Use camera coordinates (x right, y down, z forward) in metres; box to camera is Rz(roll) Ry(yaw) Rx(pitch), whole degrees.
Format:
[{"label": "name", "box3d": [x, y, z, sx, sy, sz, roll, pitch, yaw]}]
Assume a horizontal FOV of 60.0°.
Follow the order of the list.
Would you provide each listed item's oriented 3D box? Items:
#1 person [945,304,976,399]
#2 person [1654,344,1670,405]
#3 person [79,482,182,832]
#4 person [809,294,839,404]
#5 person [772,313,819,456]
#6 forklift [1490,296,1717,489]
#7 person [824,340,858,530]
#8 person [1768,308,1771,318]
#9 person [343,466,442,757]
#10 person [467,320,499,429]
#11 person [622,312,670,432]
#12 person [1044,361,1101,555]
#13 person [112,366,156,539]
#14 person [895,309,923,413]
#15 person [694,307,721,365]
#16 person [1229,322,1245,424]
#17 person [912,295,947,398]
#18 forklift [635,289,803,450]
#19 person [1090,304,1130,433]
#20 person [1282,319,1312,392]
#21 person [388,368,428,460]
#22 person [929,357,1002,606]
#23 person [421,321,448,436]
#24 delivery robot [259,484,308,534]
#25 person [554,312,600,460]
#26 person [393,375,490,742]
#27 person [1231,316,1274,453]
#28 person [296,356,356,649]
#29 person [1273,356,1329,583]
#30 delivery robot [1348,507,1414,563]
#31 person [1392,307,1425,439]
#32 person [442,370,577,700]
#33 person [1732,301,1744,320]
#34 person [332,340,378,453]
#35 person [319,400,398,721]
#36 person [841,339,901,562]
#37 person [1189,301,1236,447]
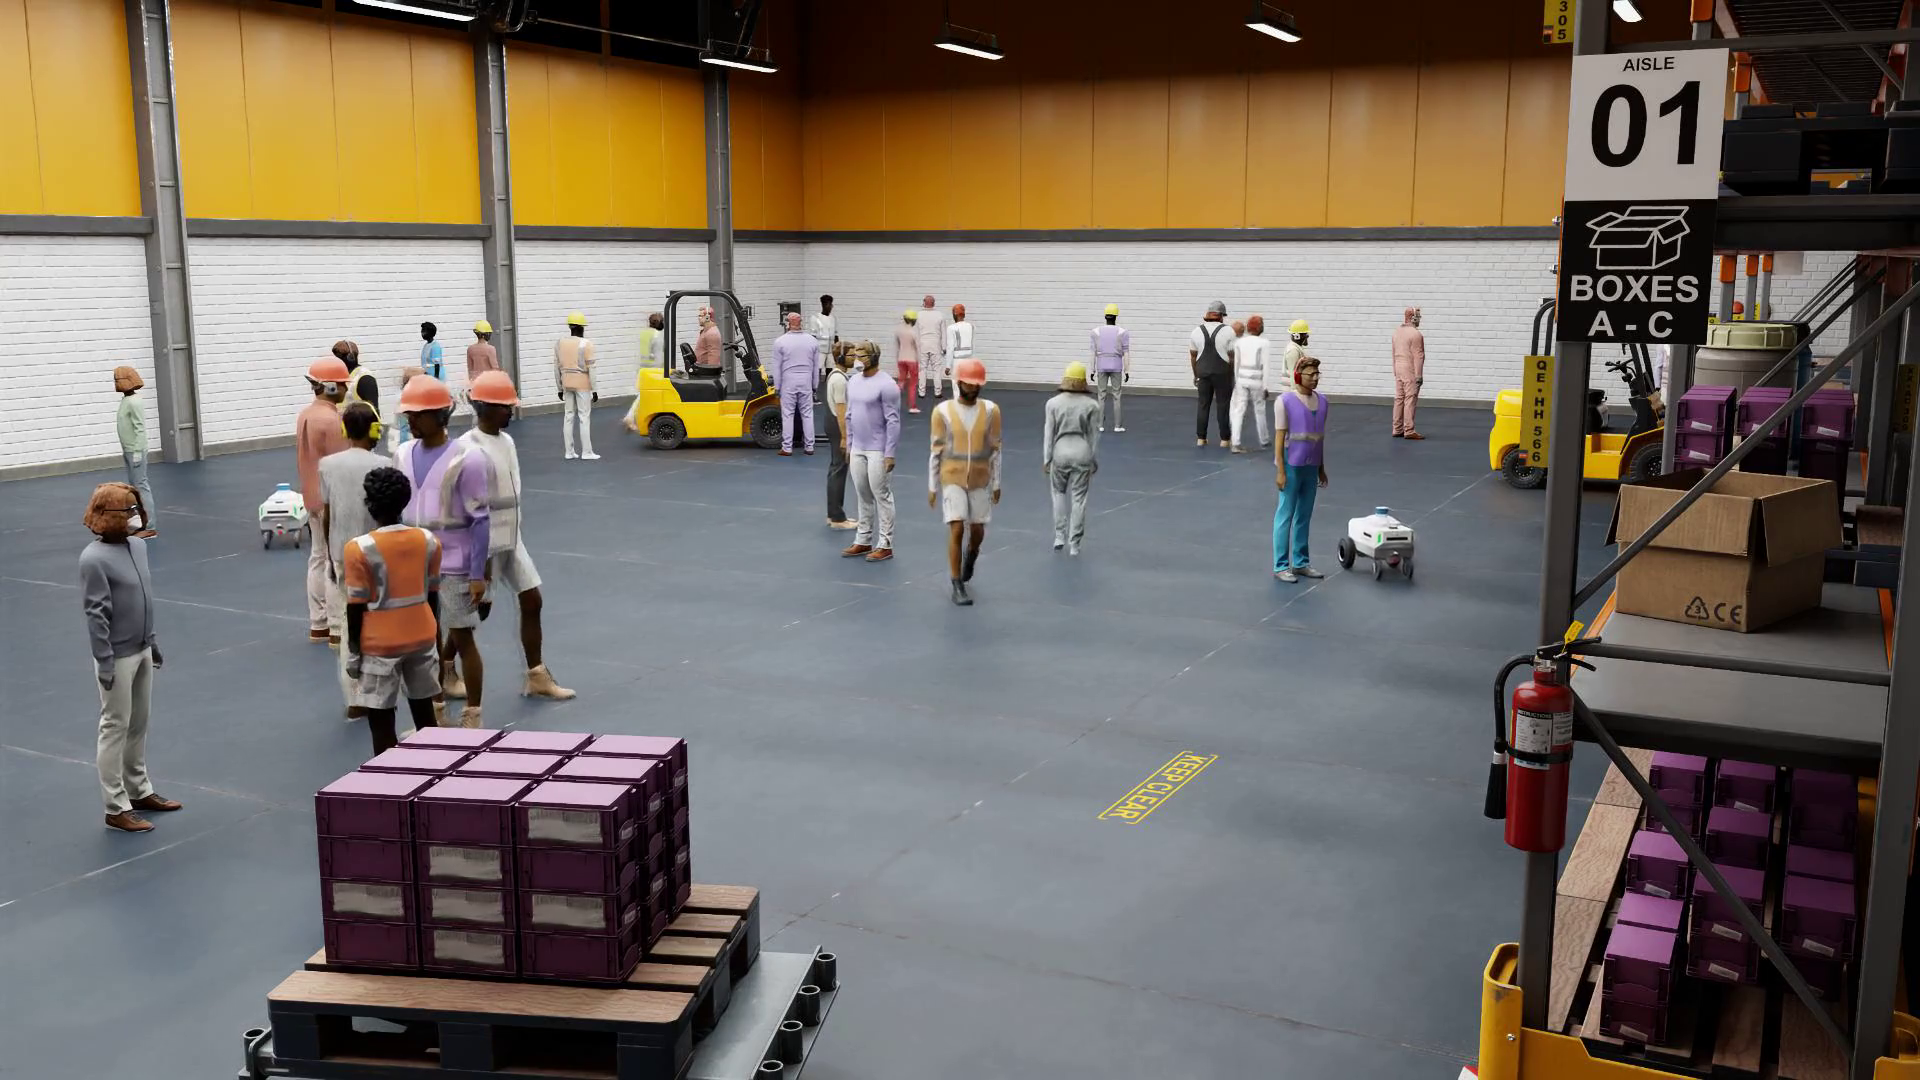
[{"label": "person", "box3d": [-0.001, -2.780, 26.275, 0.574, 1.886, 0.356, -9, 13, -43]}, {"label": "person", "box3d": [9.585, -2.048, 22.181, 0.619, 1.838, 0.430, 3, 10, 15]}, {"label": "person", "box3d": [-3.905, 0.537, 7.796, 0.278, 1.633, 0.507, 0, 10, 0]}, {"label": "person", "box3d": [-2.394, -3.385, 29.583, 0.615, 1.952, 0.411, -8, 12, -37]}, {"label": "person", "box3d": [-2.190, -2.062, 22.092, 0.645, 1.899, 0.404, -5, 11, -24]}, {"label": "forklift", "box3d": [7.296, -1.677, 18.993, 2.313, 2.155, 1.214, 5, 11, 27]}, {"label": "person", "box3d": [-1.155, -1.020, 16.200, 0.339, 1.845, 0.507, -2, 10, -9]}, {"label": "person", "box3d": [12.169, -2.621, 25.268, 0.654, 1.923, 0.400, 1, 10, 3]}, {"label": "person", "box3d": [-2.674, 0.495, 7.886, 0.319, 1.690, 0.534, 6, 12, 32]}, {"label": "person", "box3d": [-6.504, -2.117, 22.781, 0.523, 1.769, 0.313, 5, 11, 27]}, {"label": "person", "box3d": [-4.652, -2.519, 25.003, 0.888, 1.815, 0.618, -8, 13, -38]}, {"label": "person", "box3d": [1.011, -0.743, 14.953, 0.508, 1.720, 0.577, 1, 10, 5]}, {"label": "person", "box3d": [-7.788, -0.821, 15.658, 0.275, 1.632, 0.507, -8, 12, -38]}, {"label": "person", "box3d": [-0.870, -2.976, 27.763, 0.547, 1.752, 0.483, 7, 12, 34]}, {"label": "person", "box3d": [-3.684, -2.447, 24.288, 0.409, 1.909, 0.642, -2, 10, -13]}, {"label": "person", "box3d": [4.381, -2.656, 26.367, 0.540, 1.589, 0.840, 2, 10, 11]}, {"label": "person", "box3d": [-0.564, -3.575, 30.801, 0.651, 1.910, 0.409, 0, 10, 1]}, {"label": "forklift", "box3d": [-3.358, -2.392, 23.136, 2.313, 2.155, 1.214, -1, 10, -5]}, {"label": "person", "box3d": [2.244, -2.569, 24.930, 0.593, 1.925, 0.384, 2, 10, 11]}, {"label": "person", "box3d": [4.360, -1.930, 21.508, 0.403, 1.833, 0.591, 2, 10, 10]}, {"label": "person", "box3d": [-5.260, -0.841, 15.873, 0.590, 1.595, 0.515, -2, 10, -13]}, {"label": "person", "box3d": [0.026, -0.483, 12.920, 0.581, 1.909, 0.703, -2, 10, -11]}, {"label": "person", "box3d": [-7.712, -2.349, 24.353, 0.321, 1.690, 0.536, -7, 12, -34]}, {"label": "delivery robot", "box3d": [-6.224, -0.276, 15.335, 0.477, 0.478, 0.707, -2, 9, -12]}, {"label": "person", "box3d": [-4.966, -1.993, 21.600, 0.595, 1.923, 0.372, 4, 10, 20]}, {"label": "person", "box3d": [-2.826, 0.130, 8.973, 0.614, 2.041, 0.388, 4, 11, 24]}, {"label": "person", "box3d": [3.936, -2.091, 22.416, 0.602, 1.835, 0.971, 8, 12, 38]}, {"label": "person", "box3d": [-4.285, -0.259, 11.370, 0.400, 1.990, 0.623, -9, 13, -43]}, {"label": "person", "box3d": [2.789, -0.583, 13.677, 0.563, 1.843, 0.389, -7, 12, -36]}, {"label": "delivery robot", "box3d": [3.531, -0.036, 13.950, 0.477, 0.478, 0.707, -1, 9, -8]}, {"label": "person", "box3d": [6.518, -2.412, 24.081, 0.409, 1.906, 0.652, -3, 10, -17]}, {"label": "person", "box3d": [-2.806, -0.008, 9.906, 0.913, 2.008, 0.626, 2, 10, 13]}, {"label": "person", "box3d": [11.998, -2.733, 25.853, 0.364, 1.934, 0.552, -5, 11, -29]}, {"label": "person", "box3d": [-5.946, -1.030, 16.269, 0.630, 1.842, 0.429, 8, 12, 38]}, {"label": "person", "box3d": [-3.447, 0.125, 9.598, 0.515, 1.844, 0.433, 1, 10, 7]}, {"label": "person", "box3d": [-0.777, -0.781, 14.547, 0.378, 1.940, 0.628, -9, 13, -42]}, {"label": "person", "box3d": [3.566, -2.324, 23.184, 0.673, 2.000, 0.535, 5, 11, 28]}]
